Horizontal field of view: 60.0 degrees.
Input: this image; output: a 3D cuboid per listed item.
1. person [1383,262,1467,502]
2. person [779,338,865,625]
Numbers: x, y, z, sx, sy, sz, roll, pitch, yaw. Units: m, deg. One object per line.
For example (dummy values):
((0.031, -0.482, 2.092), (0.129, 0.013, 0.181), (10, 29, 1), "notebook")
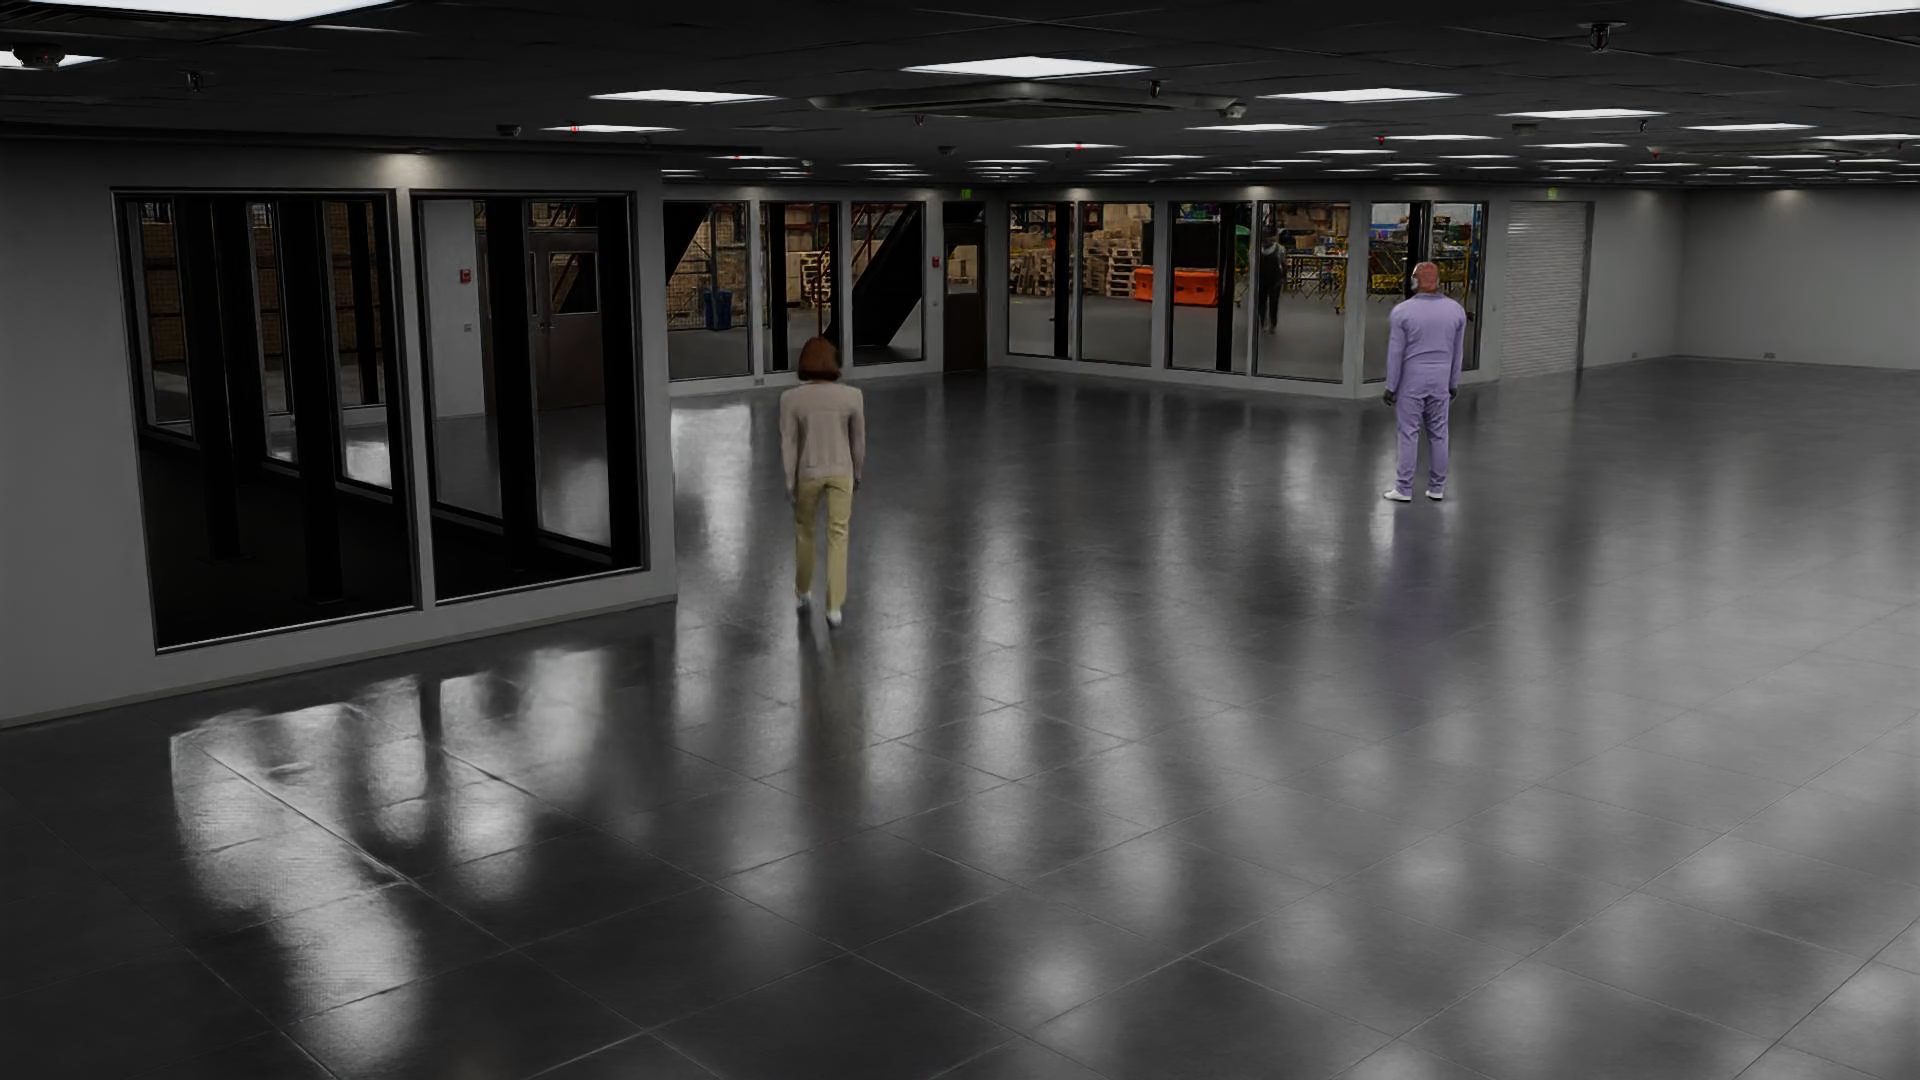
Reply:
((3.664, -1.248, 13.219), (0.643, 1.908, 0.411), (-2, 12, -12), "person")
((-0.791, -0.353, 9.514), (0.500, 1.589, 0.852), (-2, 11, -11), "person")
